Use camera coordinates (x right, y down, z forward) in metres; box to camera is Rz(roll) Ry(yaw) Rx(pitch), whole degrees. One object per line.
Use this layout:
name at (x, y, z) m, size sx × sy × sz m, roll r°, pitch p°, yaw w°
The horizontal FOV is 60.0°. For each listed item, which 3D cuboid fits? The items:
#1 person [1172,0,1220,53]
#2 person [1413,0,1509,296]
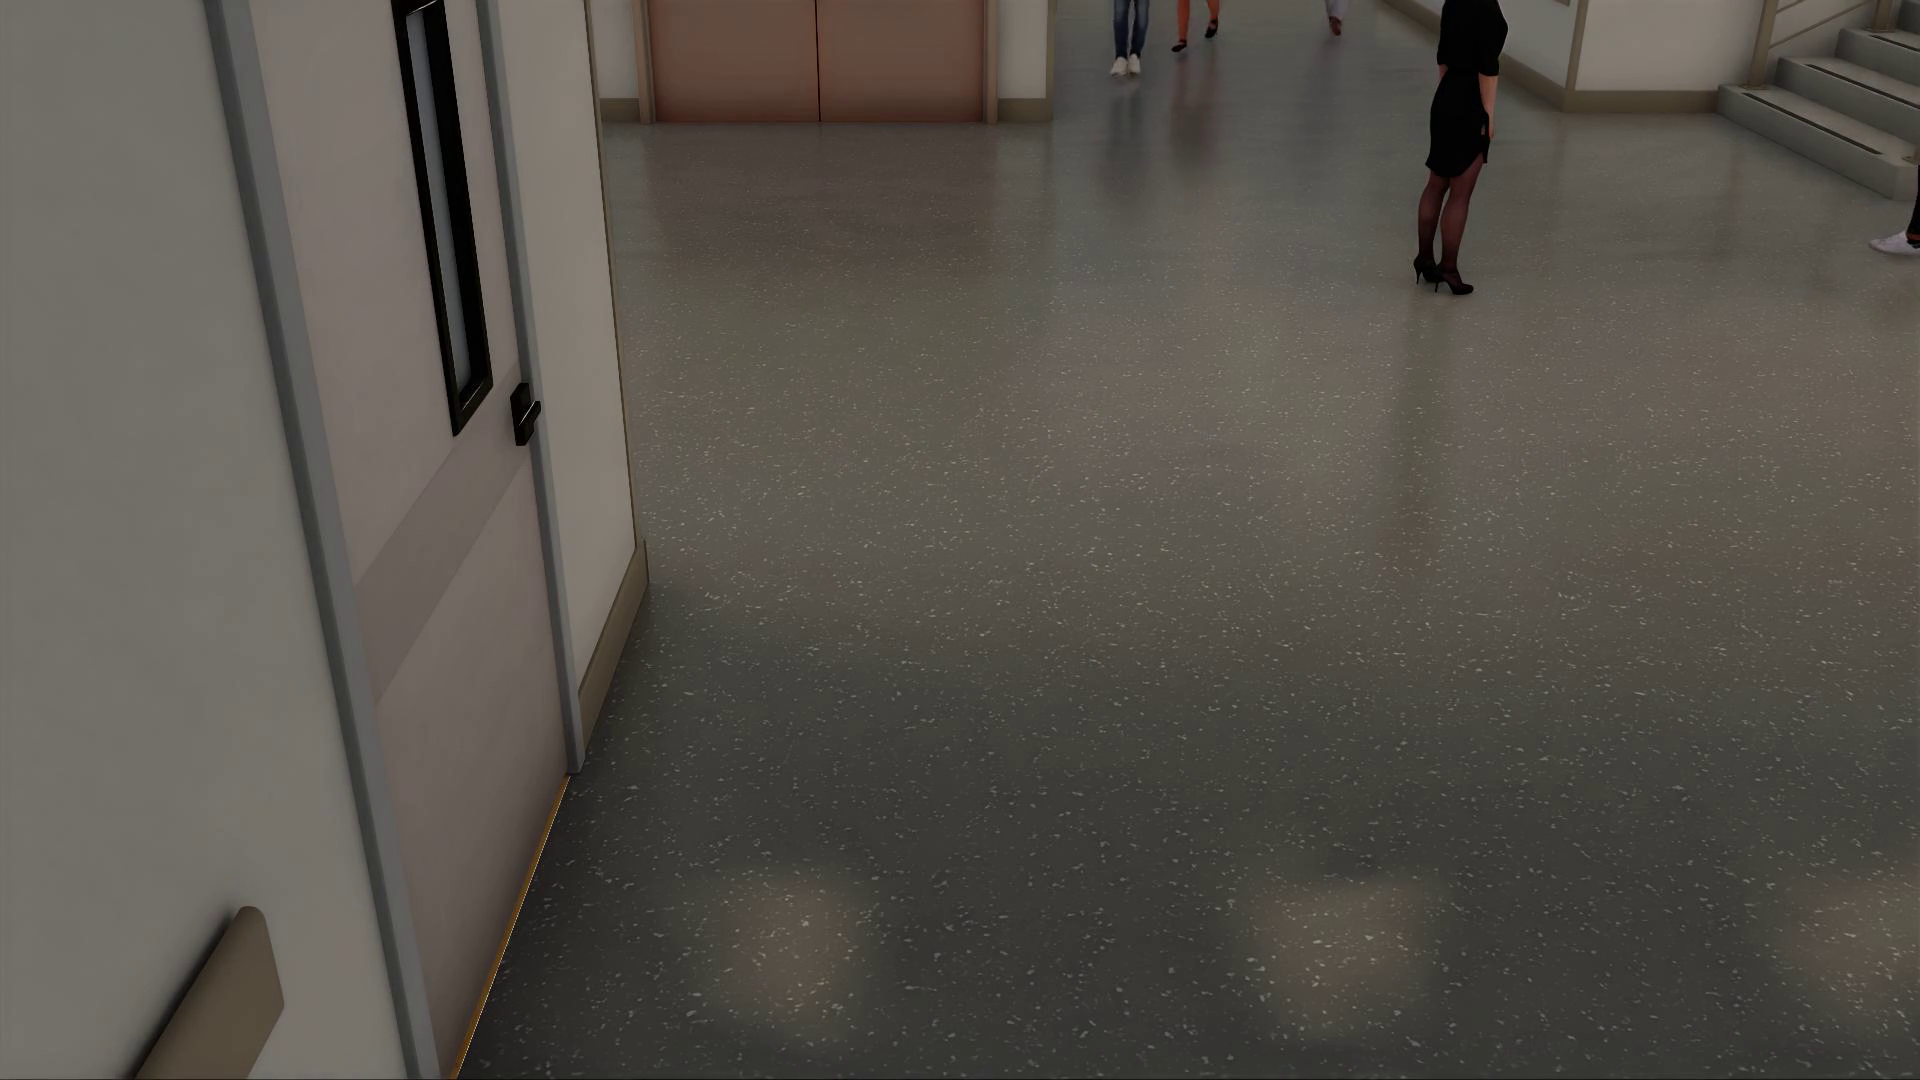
person at (2.122, -5.124, 14.436) m, size 1.024 × 1.657 × 0.916 m, roll 11°, pitch 28°, yaw 22°
person at (2.408, -2.045, 7.996) m, size 0.587 × 1.705 × 0.636 m, roll -7°, pitch 27°, yaw -14°
